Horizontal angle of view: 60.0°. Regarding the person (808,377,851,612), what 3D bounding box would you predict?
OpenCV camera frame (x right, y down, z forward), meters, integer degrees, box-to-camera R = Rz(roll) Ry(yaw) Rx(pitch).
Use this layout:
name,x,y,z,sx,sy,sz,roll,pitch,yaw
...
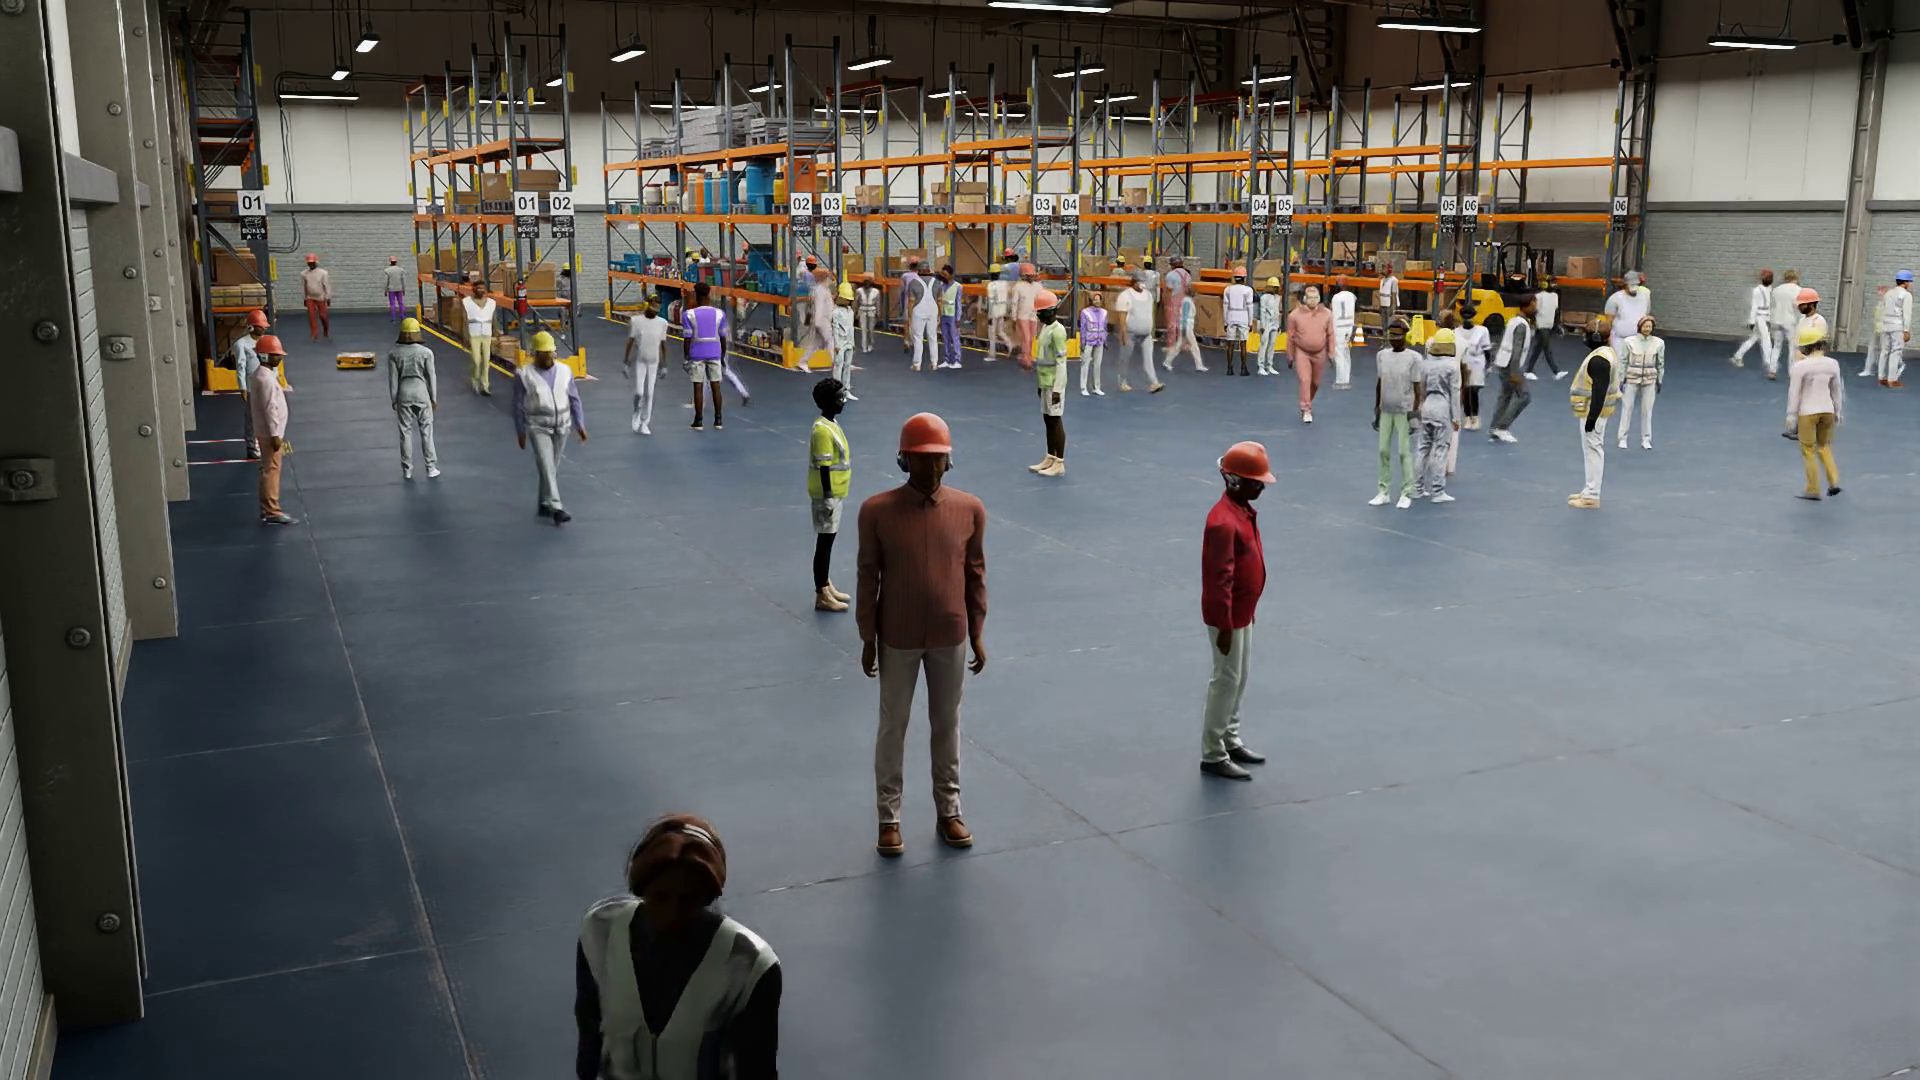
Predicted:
name,x,y,z,sx,sy,sz,roll,pitch,yaw
person,-0.947,-0.335,12.109,0.315,1.696,0.541,0,11,0

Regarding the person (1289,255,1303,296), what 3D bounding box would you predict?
name,x,y,z,sx,sy,sz,roll,pitch,yaw
person,8.987,-6.798,44.855,0.581,1.734,0.560,-5,12,-24

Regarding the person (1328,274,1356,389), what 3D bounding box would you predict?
name,x,y,z,sx,sy,sz,roll,pitch,yaw
person,6.261,-3.418,27.306,0.584,1.883,0.343,-11,15,-43

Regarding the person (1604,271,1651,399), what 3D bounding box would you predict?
name,x,y,z,sx,sy,sz,roll,pitch,yaw
person,10.388,-3.237,25.980,0.699,2.000,0.742,-2,11,-9

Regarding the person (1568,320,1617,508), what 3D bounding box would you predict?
name,x,y,z,sx,sy,sz,roll,pitch,yaw
person,6.200,-1.237,16.323,0.429,1.842,0.637,5,12,23

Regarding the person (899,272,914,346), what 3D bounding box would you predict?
name,x,y,z,sx,sy,sz,roll,pitch,yaw
person,-1.048,-4.966,35.847,0.521,1.622,0.644,-4,12,-22

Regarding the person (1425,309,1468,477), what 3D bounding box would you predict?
name,x,y,z,sx,sy,sz,roll,pitch,yaw
person,5.313,-1.627,18.340,0.562,1.818,0.714,-2,11,-9

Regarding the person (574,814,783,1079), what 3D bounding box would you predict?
name,x,y,z,sx,sy,sz,roll,pitch,yaw
person,-0.629,1.360,3.726,0.517,1.599,0.526,2,11,10

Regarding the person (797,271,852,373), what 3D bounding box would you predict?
name,x,y,z,sx,sy,sz,roll,pitch,yaw
person,-2.493,-3.919,29.958,0.977,1.854,0.677,-1,11,-3

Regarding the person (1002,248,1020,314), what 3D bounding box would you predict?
name,x,y,z,sx,sy,sz,roll,pitch,yaw
person,1.160,-5.885,39.435,0.375,2.044,0.607,8,14,36

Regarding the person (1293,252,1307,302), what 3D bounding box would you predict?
name,x,y,z,sx,sy,sz,roll,pitch,yaw
person,9.475,-7.273,47.126,0.583,1.796,0.915,-5,12,-25

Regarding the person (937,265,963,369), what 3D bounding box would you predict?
name,x,y,z,sx,sy,sz,roll,pitch,yaw
person,-0.183,-4.144,30.942,0.593,1.911,0.382,10,15,42

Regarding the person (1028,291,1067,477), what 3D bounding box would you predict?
name,x,y,z,sx,sy,sz,roll,pitch,yaw
person,0.968,-1.706,18.223,0.402,2.033,0.605,-2,11,-12

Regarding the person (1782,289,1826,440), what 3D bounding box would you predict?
name,x,y,z,sx,sy,sz,roll,pitch,yaw
person,10.751,-2.231,21.181,0.391,1.923,0.549,1,11,3

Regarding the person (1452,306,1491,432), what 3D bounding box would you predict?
name,x,y,z,sx,sy,sz,roll,pitch,yaw
person,6.704,-2.258,21.951,0.551,1.657,0.583,6,13,30

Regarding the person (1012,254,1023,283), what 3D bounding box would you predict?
name,x,y,z,sx,sy,sz,roll,pitch,yaw
person,1.607,-7.481,48.420,0.537,1.698,0.320,5,12,22

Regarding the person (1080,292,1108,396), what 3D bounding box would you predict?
name,x,y,z,sx,sy,sz,roll,pitch,yaw
person,2.114,-3.101,26.308,0.515,1.641,0.314,-6,13,-29

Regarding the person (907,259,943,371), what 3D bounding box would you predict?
name,x,y,z,sx,sy,sz,roll,pitch,yaw
person,-0.686,-4.135,30.545,0.689,2.000,0.537,-5,12,-24

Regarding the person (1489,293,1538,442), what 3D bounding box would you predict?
name,x,y,z,sx,sy,sz,roll,pitch,yaw
person,6.939,-2.148,20.876,0.512,1.885,0.612,1,11,7

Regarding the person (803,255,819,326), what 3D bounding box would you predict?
name,x,y,z,sx,sy,sz,roll,pitch,yaw
person,-3.320,-5.367,37.071,0.375,1.935,0.550,-1,11,-4

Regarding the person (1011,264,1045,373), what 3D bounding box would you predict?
name,x,y,z,sx,sy,sz,roll,pitch,yaw
person,1.311,-3.994,30.060,0.622,1.943,0.976,-6,13,-27

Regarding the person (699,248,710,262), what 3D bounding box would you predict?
name,x,y,z,sx,sy,sz,roll,pitch,yaw
person,-7.395,-7.518,48.152,0.338,1.881,0.591,9,14,37

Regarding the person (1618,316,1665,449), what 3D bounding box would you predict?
name,x,y,z,sx,sy,sz,roll,pitch,yaw
person,8.339,-1.925,20.370,0.517,1.633,0.312,2,11,12

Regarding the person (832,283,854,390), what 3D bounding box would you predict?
name,x,y,z,sx,sy,sz,roll,pitch,yaw
person,-1.887,-3.305,27.076,0.369,1.753,0.515,4,12,20

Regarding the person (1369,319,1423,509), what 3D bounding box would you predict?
name,x,y,z,sx,sy,sz,roll,pitch,yaw
person,4.271,-1.238,16.305,0.328,1.859,0.509,-11,15,-43

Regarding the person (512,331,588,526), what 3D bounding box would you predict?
name,x,y,z,sx,sy,sz,roll,pitch,yaw
person,-3.815,-1.047,15.511,0.600,1.784,0.926,-9,14,-37

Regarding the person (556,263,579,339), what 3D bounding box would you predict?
name,x,y,z,sx,sy,sz,roll,pitch,yaw
person,-8.995,-5.471,38.107,0.510,1.740,0.300,-6,13,-29

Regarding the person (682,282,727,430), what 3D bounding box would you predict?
name,x,y,z,sx,sy,sz,roll,pitch,yaw
person,-3.403,-2.450,22.173,0.613,1.964,0.361,-5,12,-25

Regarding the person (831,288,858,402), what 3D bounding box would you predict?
name,x,y,z,sx,sy,sz,roll,pitch,yaw
person,-1.763,-2.995,25.524,0.305,1.738,0.484,7,13,31

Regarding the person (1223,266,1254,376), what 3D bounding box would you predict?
name,x,y,z,sx,sy,sz,roll,pitch,yaw
person,4.933,-3.871,29.469,0.542,1.938,0.358,5,12,24

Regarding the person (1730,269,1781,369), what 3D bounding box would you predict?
name,x,y,z,sx,sy,sz,roll,pitch,yaw
person,14.836,-4.105,30.906,0.588,1.848,0.923,-10,15,-42

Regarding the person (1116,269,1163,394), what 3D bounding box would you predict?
name,x,y,z,sx,sy,sz,roll,pitch,yaw
person,2.862,-3.368,26.645,0.697,2.000,1.001,-6,13,-28

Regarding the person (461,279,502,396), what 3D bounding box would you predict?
name,x,y,z,sx,sy,sz,roll,pitch,yaw
person,-7.533,-3.180,26.205,0.606,1.830,0.534,-9,14,-38

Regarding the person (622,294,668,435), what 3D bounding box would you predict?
name,x,y,z,sx,sy,sz,roll,pitch,yaw
person,-4.084,-2.279,21.619,0.608,1.836,0.420,-5,12,-23
